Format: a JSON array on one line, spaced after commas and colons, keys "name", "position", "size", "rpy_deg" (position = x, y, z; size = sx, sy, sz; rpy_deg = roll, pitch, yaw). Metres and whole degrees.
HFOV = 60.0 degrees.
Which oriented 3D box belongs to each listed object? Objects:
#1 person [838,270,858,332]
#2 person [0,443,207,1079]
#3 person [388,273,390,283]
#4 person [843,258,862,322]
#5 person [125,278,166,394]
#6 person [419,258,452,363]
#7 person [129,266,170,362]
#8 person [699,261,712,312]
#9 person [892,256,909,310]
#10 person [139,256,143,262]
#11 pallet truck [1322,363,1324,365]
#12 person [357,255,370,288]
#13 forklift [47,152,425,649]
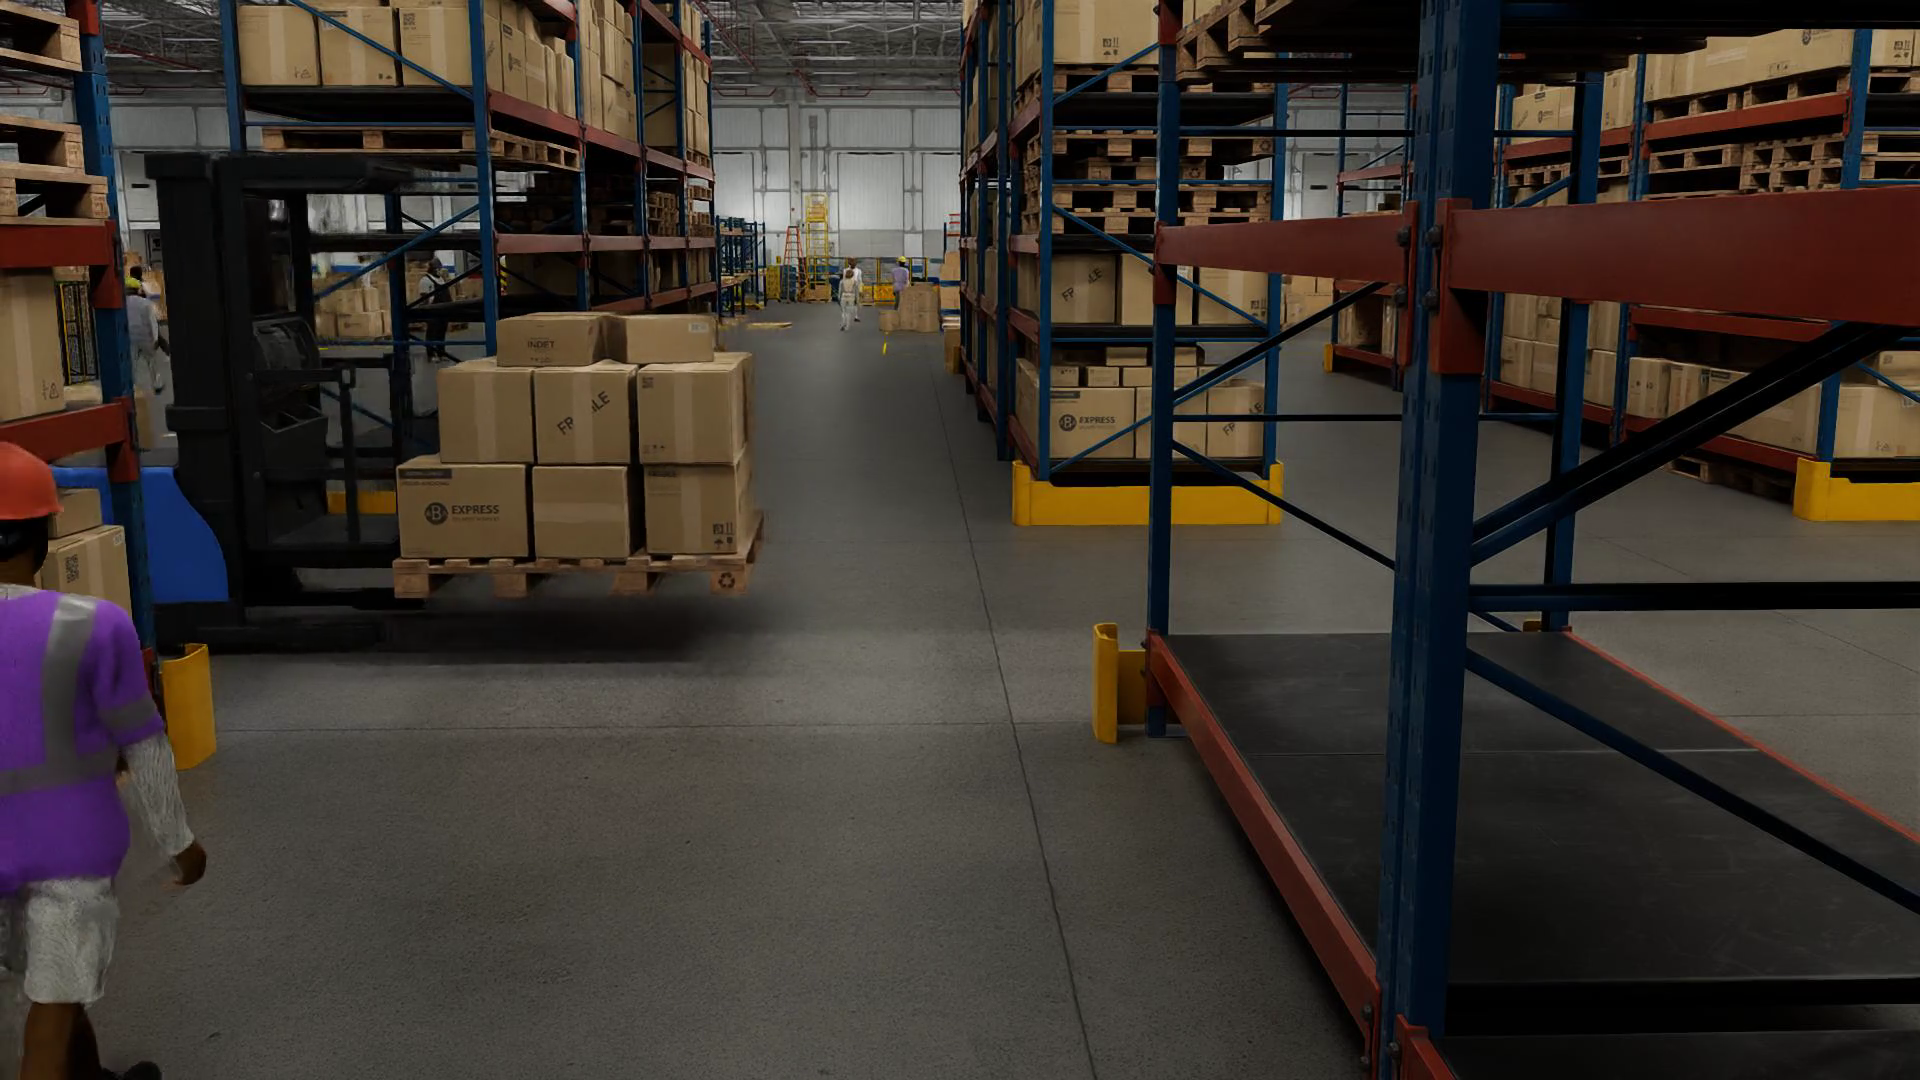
[{"name": "person", "position": [-2.905, -6.224, 43.324], "size": [0.518, 1.610, 0.739], "rpy_deg": [0, 10, 1]}, {"name": "person", "position": [-2.146, 0.718, 3.905], "size": [0.565, 1.891, 0.988], "rpy_deg": [0, 10, 0]}, {"name": "person", "position": [-18.694, -8.394, 55.214], "size": [0.532, 1.689, 0.321], "rpy_deg": [-8, 13, -37]}, {"name": "person", "position": [-3.136, -7.273, 48.451], "size": [0.576, 1.877, 0.349], "rpy_deg": [-5, 11, -24]}, {"name": "person", "position": [-12.460, -3.074, 25.280], "size": [0.616, 1.784, 0.904], "rpy_deg": [-2, 10, -10]}, {"name": "person", "position": [-10.135, -4.464, 32.328], "size": [0.536, 2.000, 0.688], "rpy_deg": [4, 11, 19]}, {"name": "person", "position": [-15.805, -4.368, 32.272], "size": [0.975, 1.882, 0.609], "rpy_deg": [-5, 11, -27]}, {"name": "person", "position": [-5.279, -4.723, 33.975], "size": [0.664, 1.967, 0.622], "rpy_deg": [-7, 12, -34]}, {"name": "person", "position": [-1.713, -7.313, 48.560], "size": [0.584, 1.918, 0.407], "rpy_deg": [6, 12, 32]}, {"name": "person", "position": [-32.578, -10.414, 66.200], "size": [0.968, 1.783, 0.637], "rpy_deg": [3, 11, 15]}, {"name": "pallet truck", "position": [7.712, -4.157, 30.737], "size": [1.885, 1.965, 0.823], "rpy_deg": [3, 11, 16]}, {"name": "person", "position": [-20.353, -8.730, 56.512], "size": [0.990, 1.888, 0.651], "rpy_deg": [-5, 11, -27]}, {"name": "forklift", "position": [-4.302, -0.827, 9.727], "size": [1.873, 2.768, 1.129], "rpy_deg": [-1, 10, -3]}]
